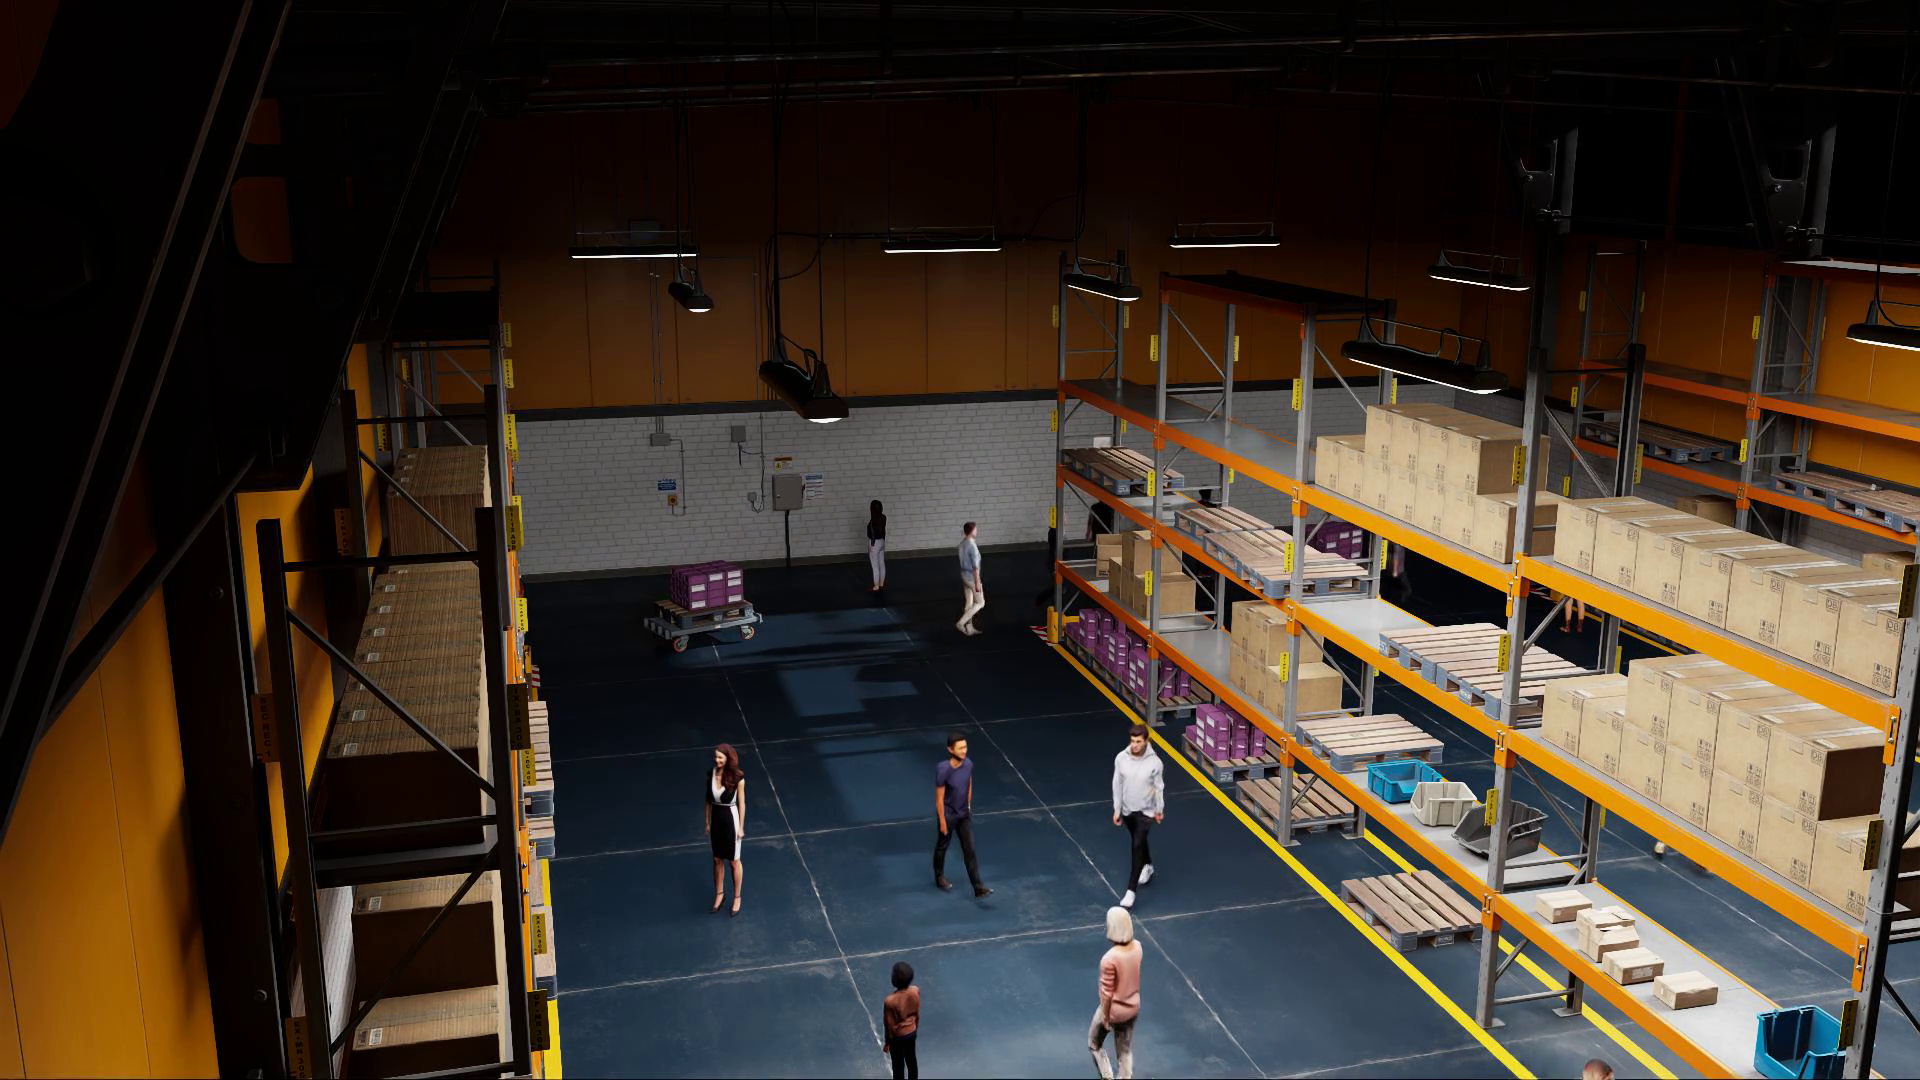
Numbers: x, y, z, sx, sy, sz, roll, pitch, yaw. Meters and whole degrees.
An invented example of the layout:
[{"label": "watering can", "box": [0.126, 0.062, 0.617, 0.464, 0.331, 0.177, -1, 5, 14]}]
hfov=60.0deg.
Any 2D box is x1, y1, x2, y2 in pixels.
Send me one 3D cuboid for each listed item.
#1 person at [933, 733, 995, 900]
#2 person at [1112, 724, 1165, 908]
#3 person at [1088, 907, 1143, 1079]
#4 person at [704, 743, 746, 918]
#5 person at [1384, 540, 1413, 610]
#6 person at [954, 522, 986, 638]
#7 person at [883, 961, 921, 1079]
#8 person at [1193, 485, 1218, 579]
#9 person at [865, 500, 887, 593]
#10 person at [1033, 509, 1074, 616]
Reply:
[{"label": "person", "box": [-0.124, 2.806, 17.110, 0.929, 1.751, 1.178, -10, 17, -36]}, {"label": "person", "box": [1.863, 2.745, 17.098, 1.170, 1.875, 1.251, 7, 15, 26]}, {"label": "person", "box": [1.325, 3.757, 13.255, 0.693, 1.716, 0.711, -11, 18, -39]}, {"label": "person", "box": [-2.352, 2.888, 16.678, 0.647, 1.795, 0.667, 5, 14, 20]}, {"label": "person", "box": [6.907, 0.442, 26.689, 0.863, 1.837, 0.711, 1, 14, 2]}, {"label": "person", "box": [0.090, 0.631, 25.898, 0.813, 1.841, 0.782, -7, 15, -26]}, {"label": "person", "box": [-0.463, 3.967, 13.369, 0.617, 1.255, 0.595, 13, 19, 43]}, {"label": "person", "box": [4.338, -0.166, 29.545, 0.605, 1.674, 0.517, -3, 14, -11]}, {"label": "person", "box": [-1.452, 0.094, 28.612, 0.742, 1.608, 0.670, 7, 15, 26]}, {"label": "person", "box": [1.508, 0.371, 27.060, 0.880, 1.801, 0.914, 0, 14, -1]}]
